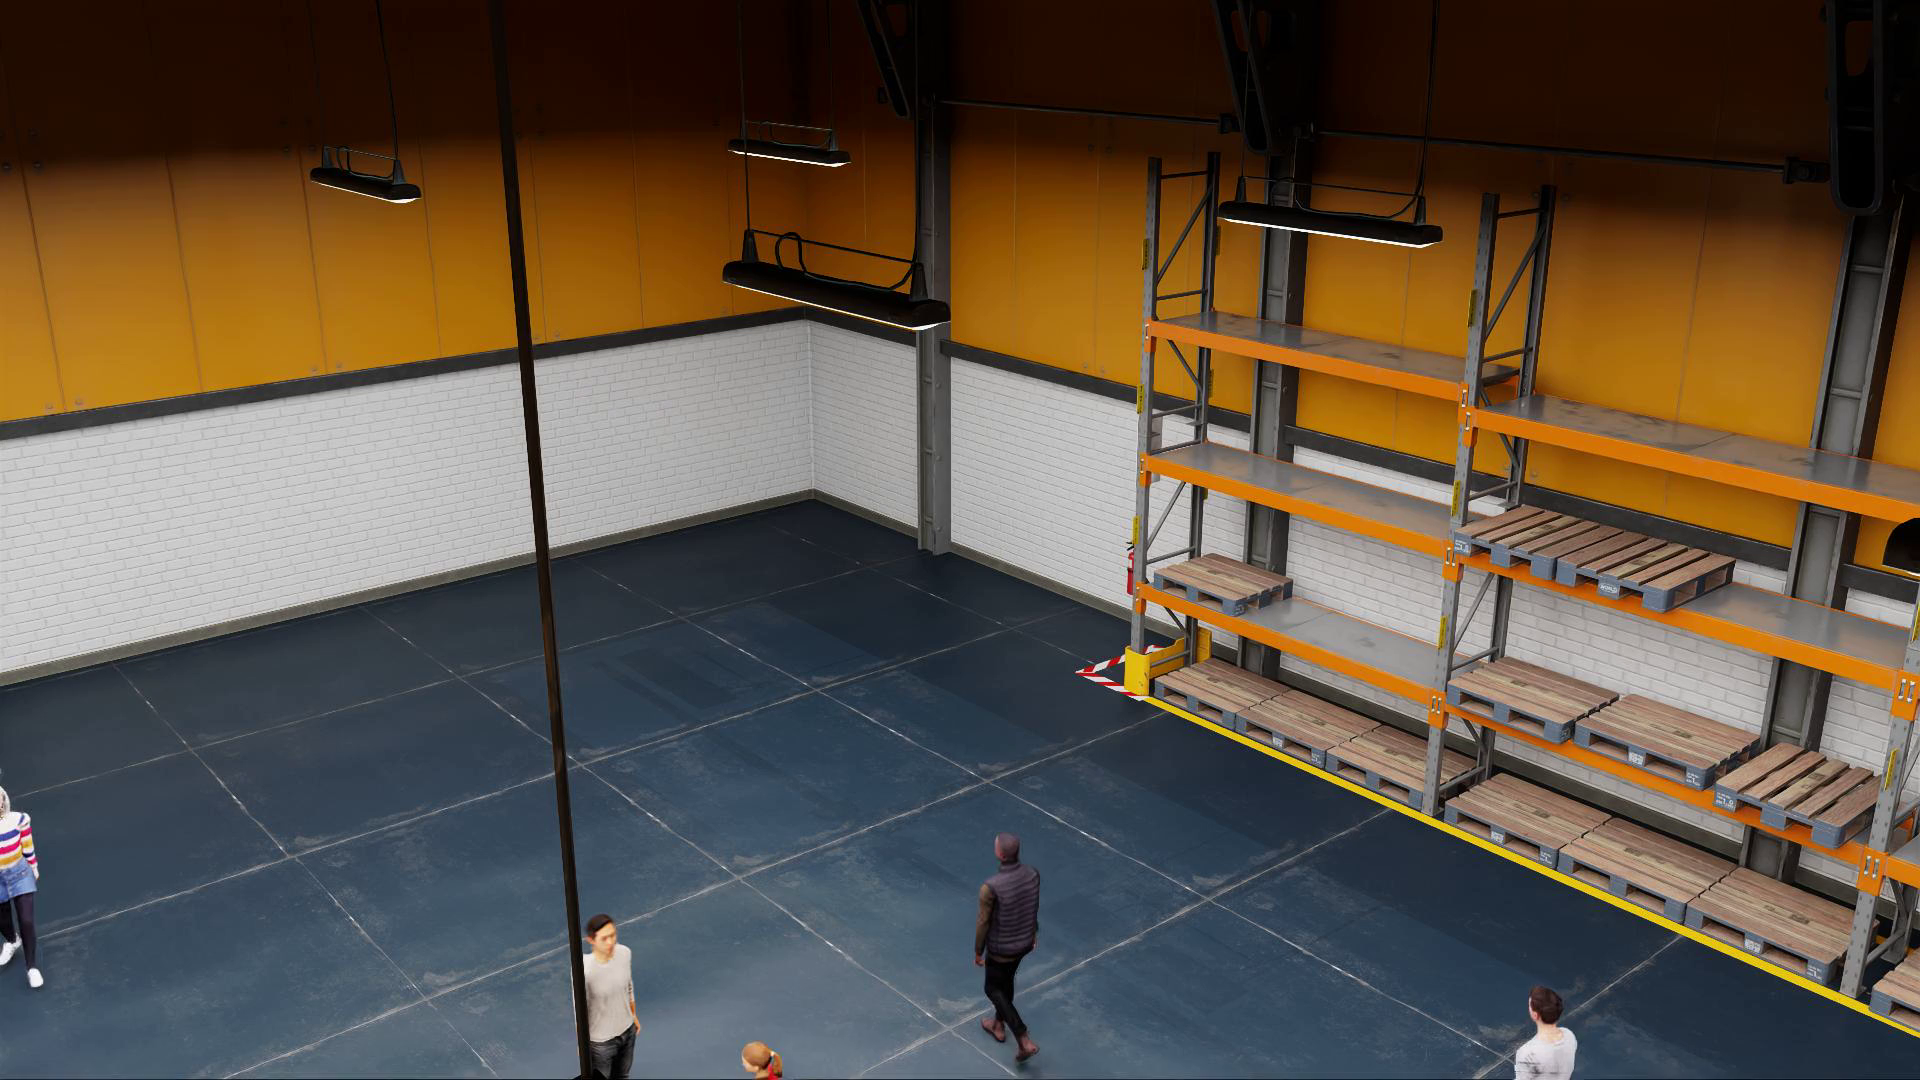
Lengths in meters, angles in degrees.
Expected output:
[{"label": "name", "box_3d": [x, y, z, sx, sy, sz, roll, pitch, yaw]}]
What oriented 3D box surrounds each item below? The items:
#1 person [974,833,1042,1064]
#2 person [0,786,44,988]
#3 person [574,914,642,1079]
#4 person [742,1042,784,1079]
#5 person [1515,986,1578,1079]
[{"label": "person", "box_3d": [0.390, 3.046, 12.364, 0.741, 1.824, 0.982, -14, 23, -35]}, {"label": "person", "box_3d": [-7.691, 2.719, 13.423, 0.763, 1.767, 1.028, -10, 21, -28]}, {"label": "person", "box_3d": [-2.427, 3.366, 11.434, 0.608, 1.811, 0.704, 14, 23, 36]}, {"label": "person", "box_3d": [-1.198, 3.833, 10.847, 0.647, 1.301, 0.591, 4, 19, 12]}, {"label": "person", "box_3d": [3.703, 3.684, 10.466, 0.797, 1.826, 1.028, -8, 20, -23]}]
